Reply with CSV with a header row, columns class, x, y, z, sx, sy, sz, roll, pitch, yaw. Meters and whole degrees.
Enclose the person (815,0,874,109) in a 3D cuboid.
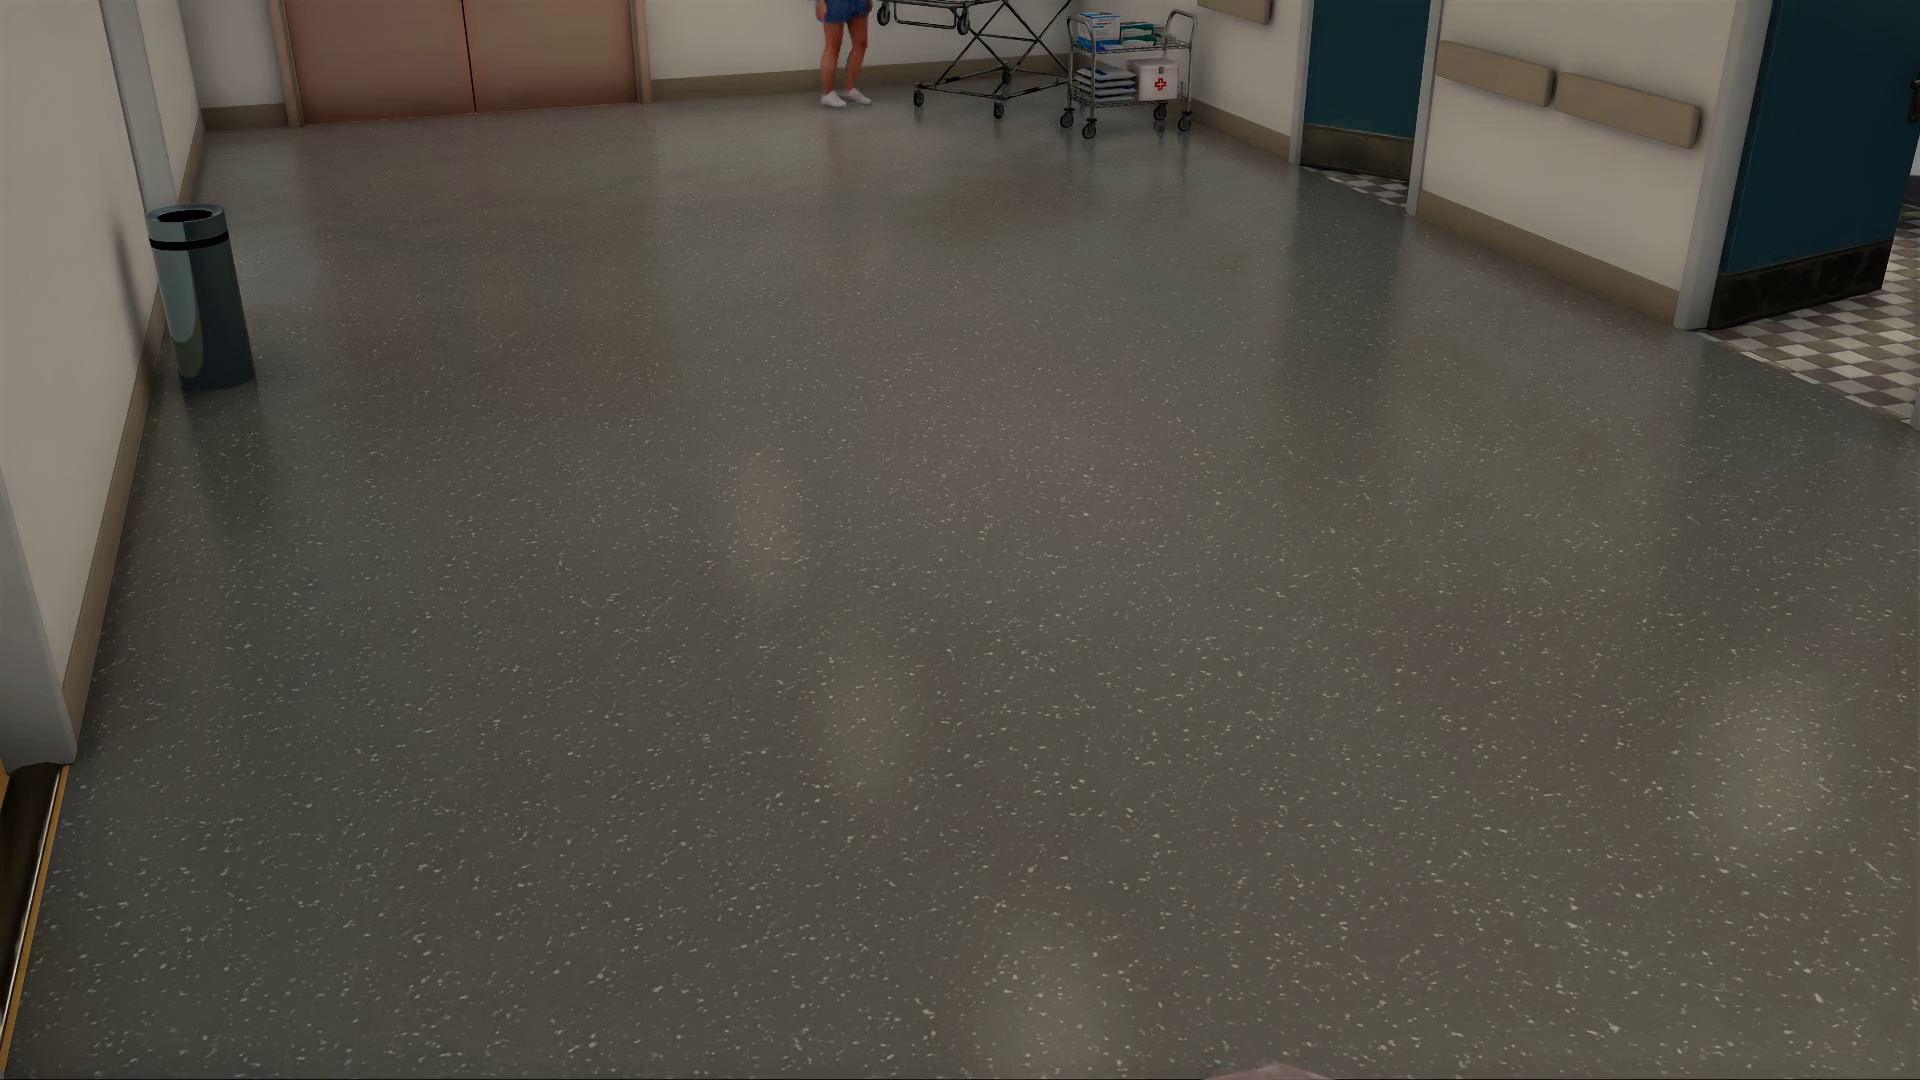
class,x,y,z,sx,sy,sz,roll,pitch,yaw
person,-0.869,-3.873,11.838,0.828,1.600,0.805,17,31,32
